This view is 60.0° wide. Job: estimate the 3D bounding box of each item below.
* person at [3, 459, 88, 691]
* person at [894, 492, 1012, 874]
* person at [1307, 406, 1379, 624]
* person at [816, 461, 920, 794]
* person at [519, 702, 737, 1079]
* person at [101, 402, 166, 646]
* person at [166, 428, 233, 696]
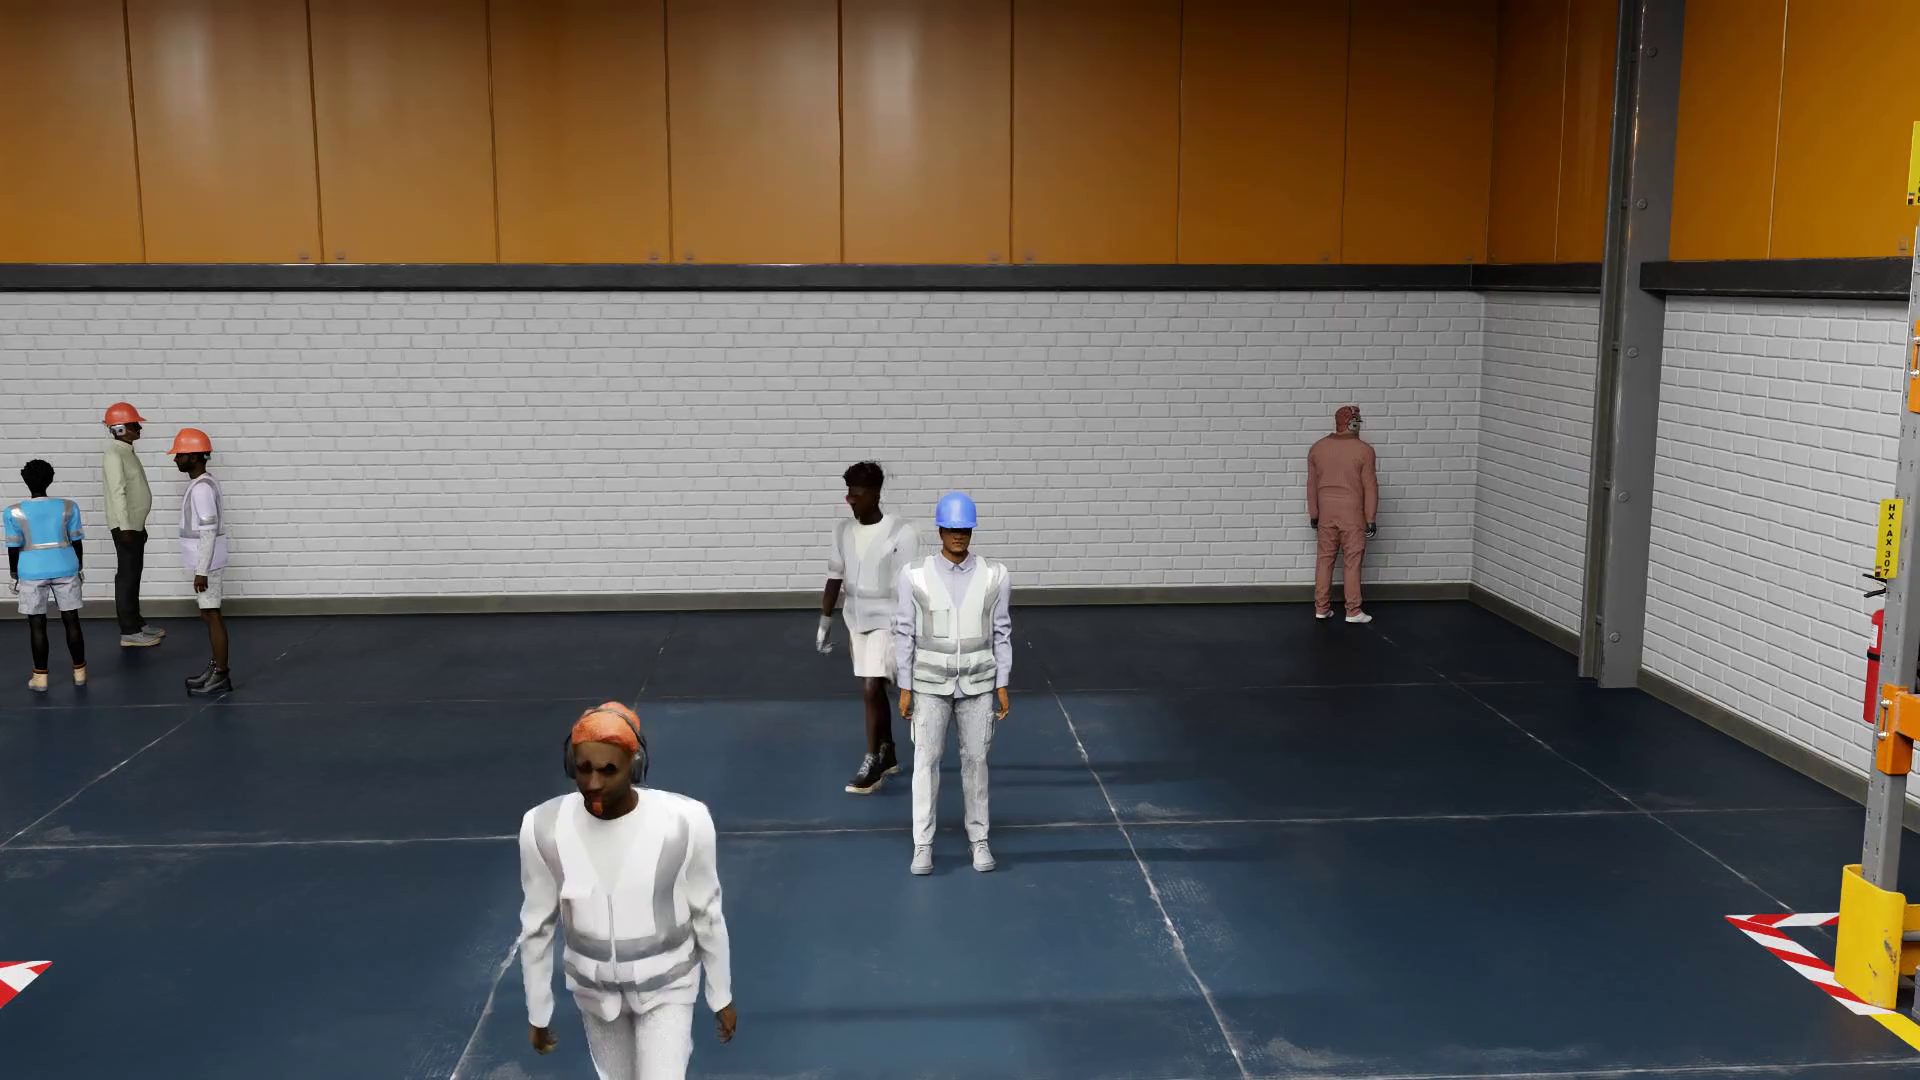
[{"bbox_3d":[-6.689,0.255,12.189,0.531,1.698,0.320,-8,12,-40],"label":"person"},{"bbox_3d":[-0.032,0.723,8.459,0.605,1.951,0.384,-1,9,-8],"label":"person"},{"bbox_3d":[3.360,-0.222,14.542,0.651,1.903,0.403,8,12,40],"label":"person"},{"bbox_3d":[-0.590,0.514,9.790,0.651,1.938,0.779,7,11,36],"label":"person"},{"bbox_3d":[-0.992,1.361,4.865,0.609,1.832,0.826,1,9,6],"label":"person"},{"bbox_3d":[-6.826,-0.133,13.684,0.376,1.997,0.612,-3,9,-17],"label":"person"},{"bbox_3d":[-5.501,0.156,12.058,0.359,1.938,0.545,-4,10,-25],"label":"person"}]
